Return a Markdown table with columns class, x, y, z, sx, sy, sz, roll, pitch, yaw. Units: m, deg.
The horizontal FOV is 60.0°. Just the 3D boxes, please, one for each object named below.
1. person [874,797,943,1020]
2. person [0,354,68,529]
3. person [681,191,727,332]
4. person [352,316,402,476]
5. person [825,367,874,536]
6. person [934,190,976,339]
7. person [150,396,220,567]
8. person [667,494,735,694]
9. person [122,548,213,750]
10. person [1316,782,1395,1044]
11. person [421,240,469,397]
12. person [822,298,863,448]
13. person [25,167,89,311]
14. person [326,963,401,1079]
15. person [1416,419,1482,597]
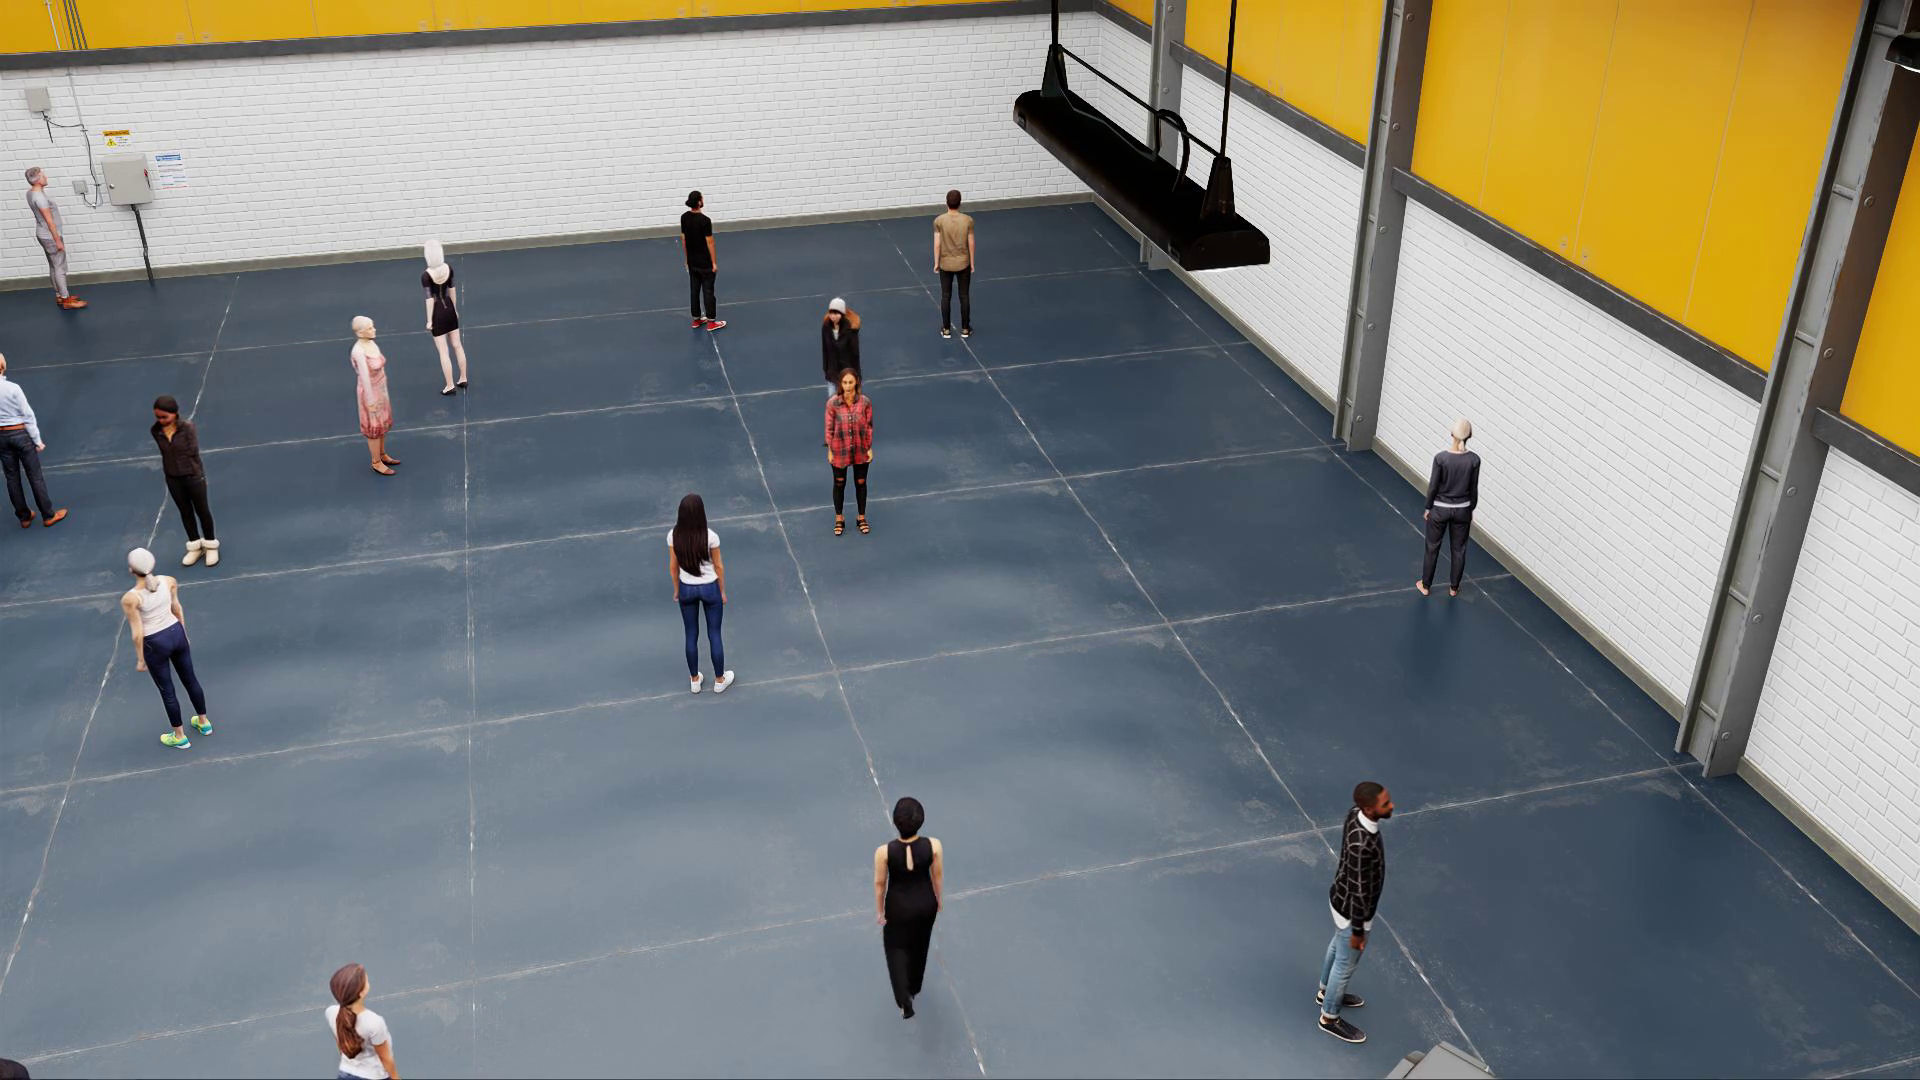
| class | x | y | z | sx | sy | sz | roll | pitch | yaw |
| --- | --- | --- | --- | --- | --- | --- | --- | --- | --- |
| person | -0.302 | 2.299 | 10.228 | 0.612 | 1.589 | 0.805 | -5 | 29 | -9 |
| person | -9.097 | -0.963 | 15.999 | 0.688 | 1.790 | 0.618 | -2 | 29 | -4 |
| person | -3.219 | -3.471 | 20.631 | 0.720 | 1.758 | 0.781 | 16 | 32 | 26 |
| person | -6.036 | -1.500 | 17.087 | 0.709 | 1.691 | 0.576 | -1 | 29 | -2 |
| person | -1.051 | -0.855 | 15.893 | 0.635 | 1.703 | 0.586 | -4 | 29 | -7 |
| person | -0.066 | -3.383 | 20.372 | 0.718 | 1.851 | 0.659 | 0 | 29 | 0 |
| person | -7.197 | -0.589 | 15.451 | 0.676 | 1.659 | 0.617 | -7 | 29 | -13 |
| person | -2.109 | 0.436 | 13.452 | 0.661 | 1.774 | 0.643 | 3 | 29 | 6 |
| person | -6.124 | 0.822 | 12.818 | 0.728 | 1.703 | 0.674 | 16 | 33 | 27 |
| person | 2.388 | 2.217 | 10.138 | 0.804 | 1.820 | 0.667 | 6 | 29 | 11 |
| person | -5.846 | -2.524 | 18.820 | 0.698 | 1.830 | 0.649 | 17 | 33 | 29 |
| person | -1.219 | -1.823 | 17.773 | 0.932 | 1.600 | 1.090 | 7 | 29 | 13 |
| person | -11.653 | -3.872 | 21.289 | 0.830 | 1.832 | 0.683 | -24 | 37 | -37 |
| person | -3.224 | 2.940 | 9.083 | 0.618 | 1.561 | 0.665 | 11 | 31 | 20 |
| person | 4.378 | -0.293 | 14.838 | 0.666 | 1.727 | 0.641 | 3 | 29 | 5 |
